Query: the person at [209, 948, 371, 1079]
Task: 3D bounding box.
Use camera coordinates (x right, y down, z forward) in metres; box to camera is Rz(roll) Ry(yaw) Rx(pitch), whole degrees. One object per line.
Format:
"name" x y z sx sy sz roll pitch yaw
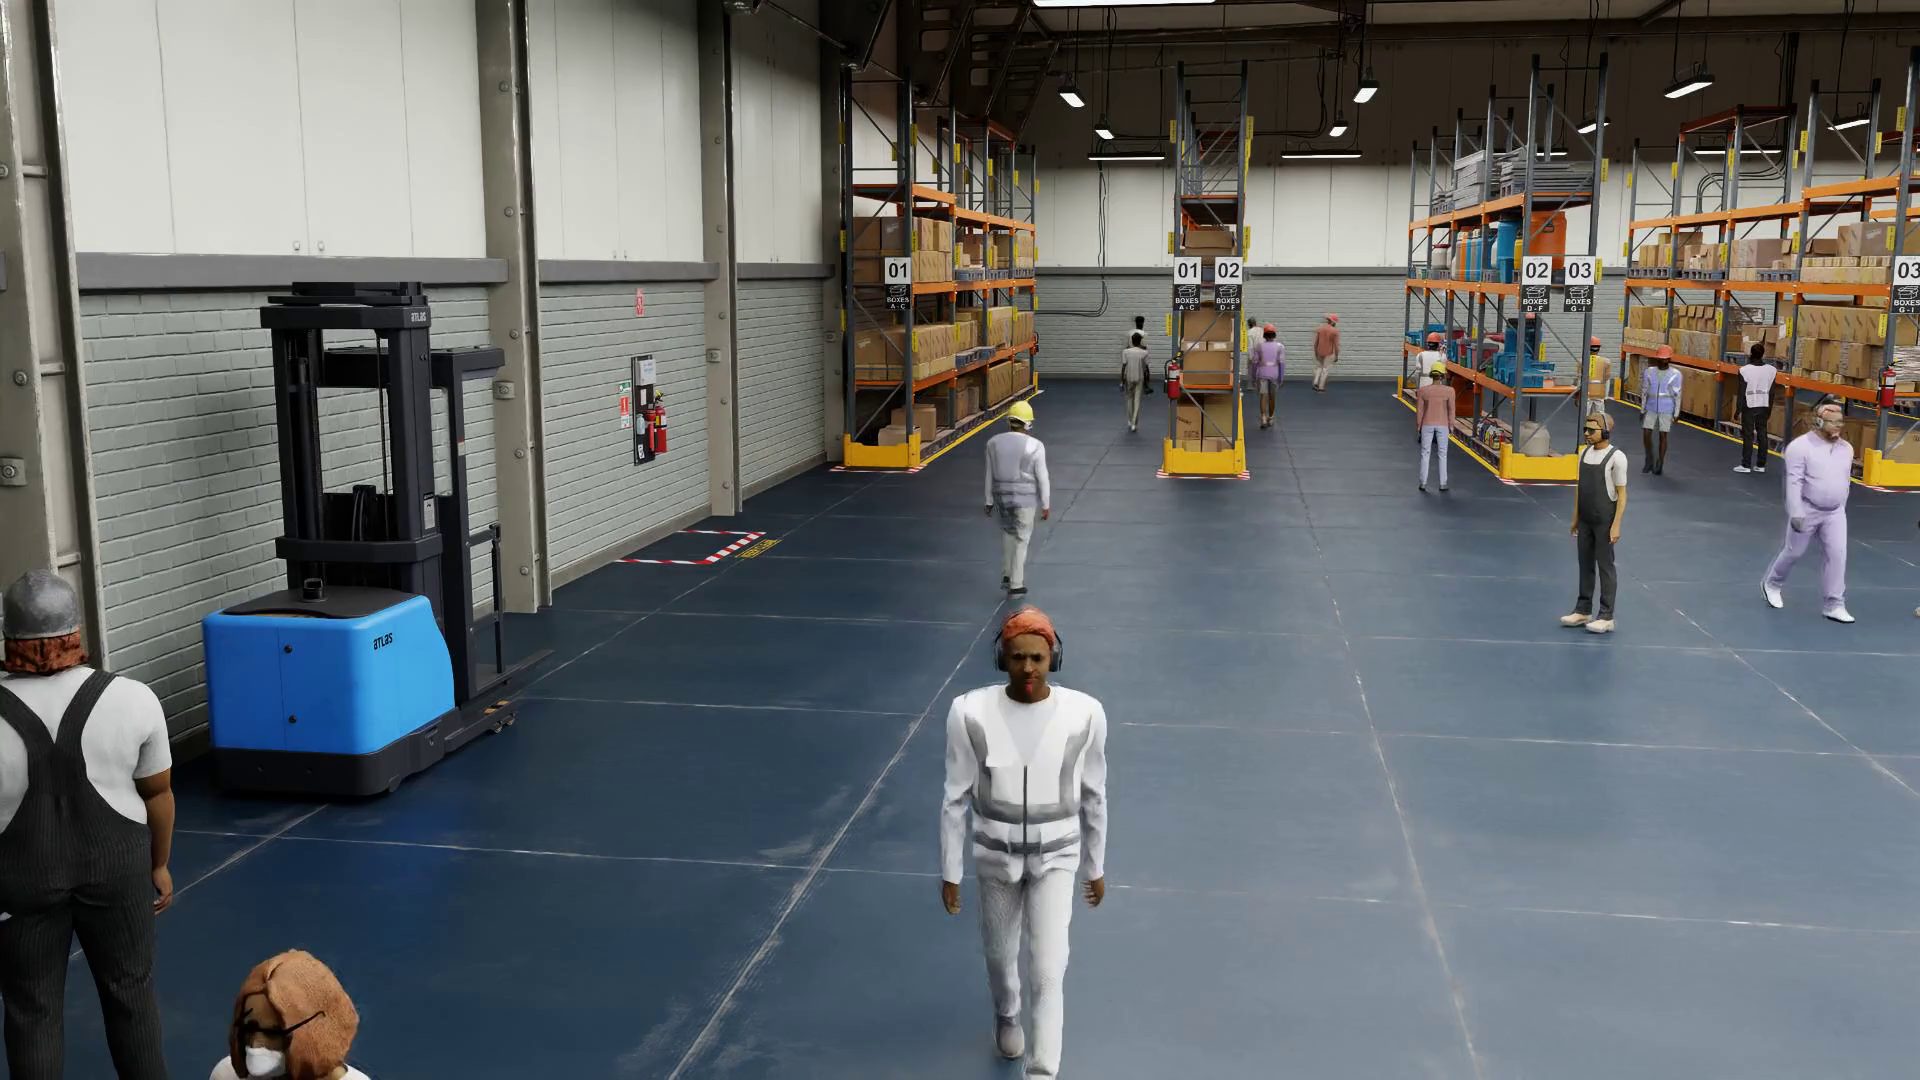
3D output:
"person" -1.415 1.643 3.580 0.500 1.603 0.733 4 10 26

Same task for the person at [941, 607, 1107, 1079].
"person" 0.234 1.130 5.997 0.585 1.846 0.931 1 9 4

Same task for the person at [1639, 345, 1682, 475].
"person" 10.306 -1.912 24.530 0.587 1.915 0.613 7 11 36

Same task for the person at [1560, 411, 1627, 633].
"person" 5.336 -0.158 13.937 0.329 1.844 0.509 -4 10 -22

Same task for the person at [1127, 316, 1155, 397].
"person" 4.277 -4.366 39.646 0.626 1.912 0.985 8 12 39

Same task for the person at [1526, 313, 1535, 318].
"person" 13.732 -4.471 40.118 0.619 1.986 0.405 -7 11 -37

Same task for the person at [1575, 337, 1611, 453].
"person" 10.381 -2.371 27.331 0.542 1.930 0.366 0 9 1

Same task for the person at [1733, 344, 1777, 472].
"person" 11.896 -1.971 24.896 0.589 1.920 0.398 -1 9 -6

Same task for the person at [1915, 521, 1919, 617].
"person" 8.580 -0.246 14.371 0.576 1.882 0.362 -1 9 -5

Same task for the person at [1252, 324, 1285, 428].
"person" 5.930 -3.153 31.998 0.618 1.995 1.057 1 9 9

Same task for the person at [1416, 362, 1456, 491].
"person" 6.522 -1.558 22.823 0.525 1.769 0.316 3 10 21

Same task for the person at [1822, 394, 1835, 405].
"person" 19.505 -3.963 37.198 0.613 1.915 0.912 2 9 10

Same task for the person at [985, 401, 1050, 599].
"person" 0.567 -0.378 15.393 0.617 1.813 0.538 5 11 29

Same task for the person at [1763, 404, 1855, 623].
"person" 7.477 -0.269 14.569 0.638 1.867 0.942 -1 9 -5

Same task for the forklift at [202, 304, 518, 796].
"forklift" -3.673 -0.038 10.147 1.129 2.768 1.873 1 9 9

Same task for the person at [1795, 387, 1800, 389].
"person" 21.515 -4.789 42.540 0.591 1.833 0.403 -5 10 -28

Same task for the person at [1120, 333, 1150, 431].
"person" 3.334 -3.013 31.580 0.559 1.827 0.944 2 9 10

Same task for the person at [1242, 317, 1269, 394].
"person" 7.321 -4.531 40.819 0.697 1.890 0.942 -7 11 -36

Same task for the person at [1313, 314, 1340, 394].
"person" 9.035 -4.584 40.924 0.492 1.948 0.666 -8 12 -40

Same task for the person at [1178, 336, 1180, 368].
"person" 6.014 -5.102 44.469 0.589 1.833 0.404 -3 10 -20

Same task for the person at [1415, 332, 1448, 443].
"person" 8.272 -2.674 29.178 0.551 1.935 0.375 6 11 31
